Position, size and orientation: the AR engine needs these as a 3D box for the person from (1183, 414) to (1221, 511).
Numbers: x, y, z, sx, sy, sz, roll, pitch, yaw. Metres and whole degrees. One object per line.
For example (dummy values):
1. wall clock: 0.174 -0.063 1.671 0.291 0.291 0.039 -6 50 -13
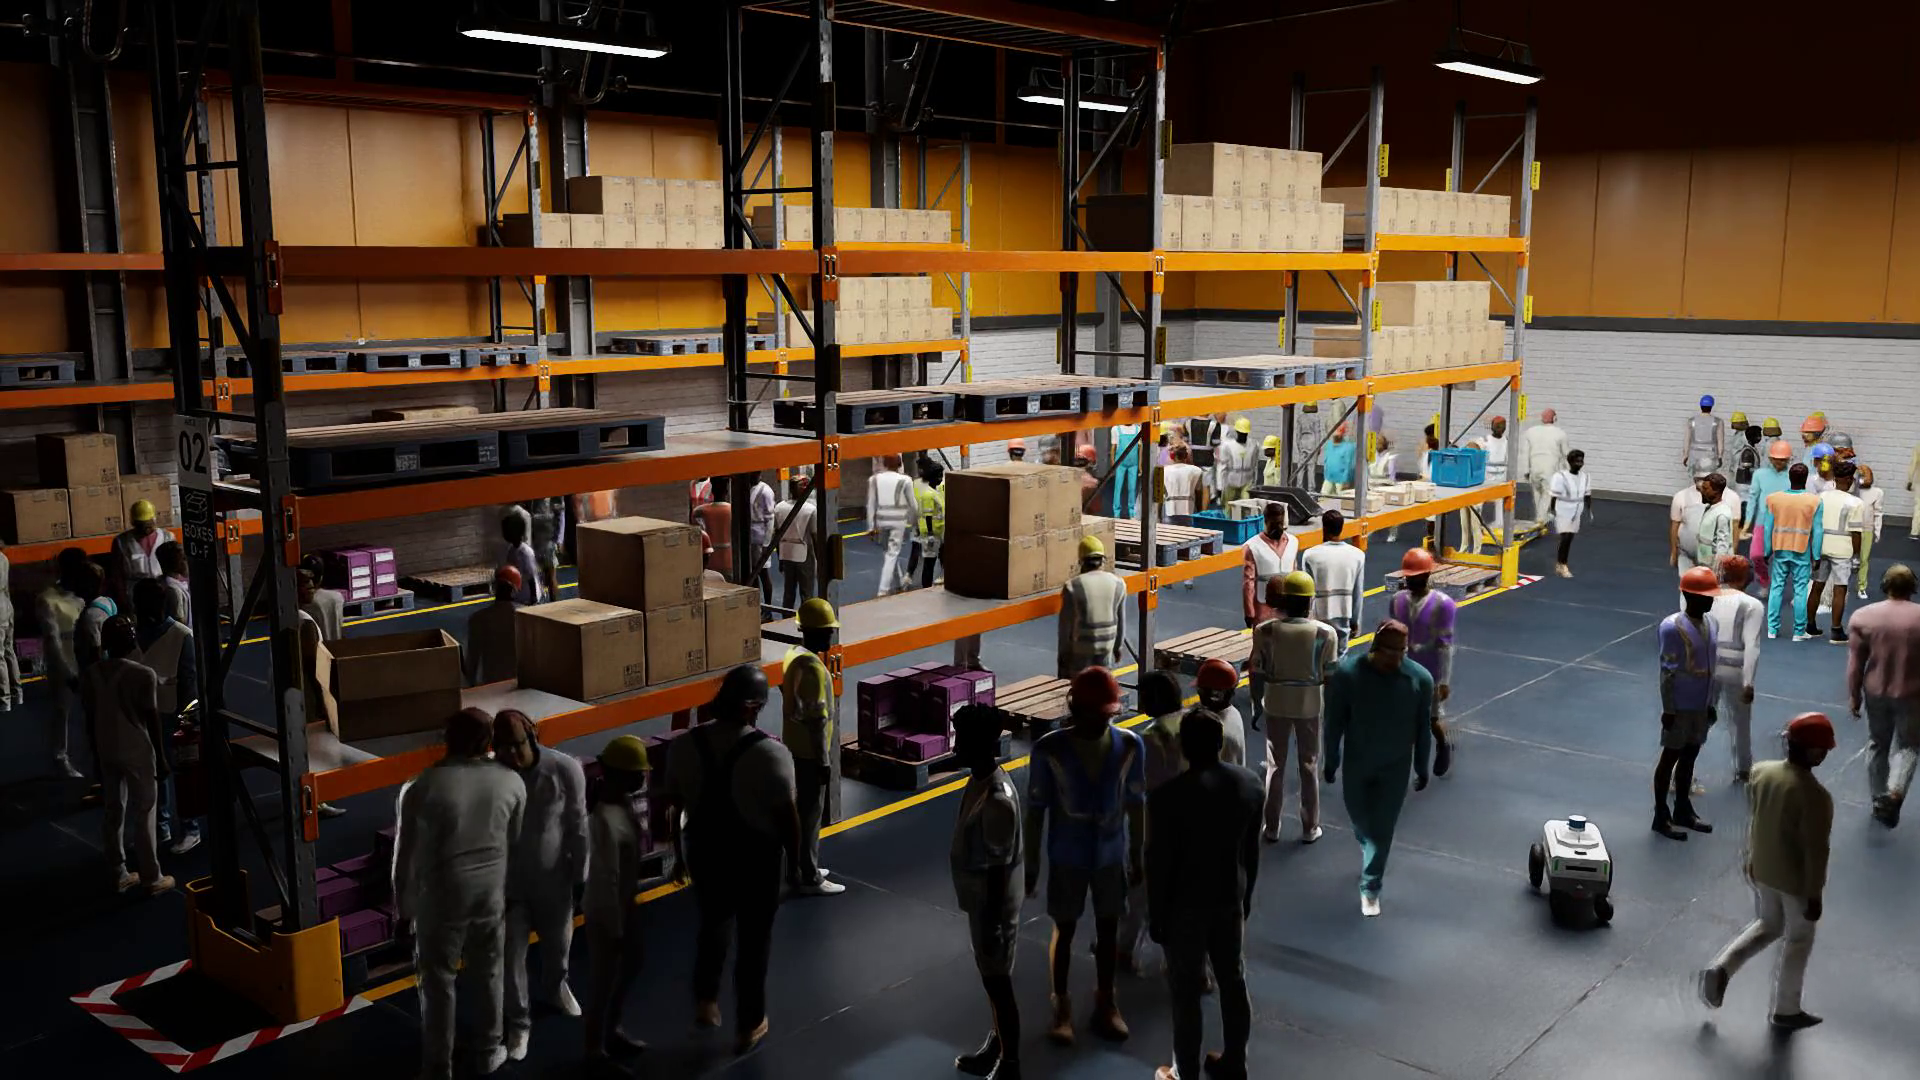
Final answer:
1. person: 3.697 -1.188 25.420 0.611 2.032 0.411 5 11 25

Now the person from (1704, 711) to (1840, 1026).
1. person: 4.308 1.746 8.773 0.573 1.726 0.583 -2 10 -12

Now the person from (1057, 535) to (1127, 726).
1. person: 1.083 0.868 13.773 0.596 1.823 0.404 -4 10 -23

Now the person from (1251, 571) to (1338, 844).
1. person: 2.333 1.169 11.648 0.594 1.923 0.372 2 10 11

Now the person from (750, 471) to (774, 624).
1. person: -2.316 -0.018 18.697 0.356 1.937 0.552 -8 13 -41

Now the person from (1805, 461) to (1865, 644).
1. person: 9.373 0.123 17.818 0.385 1.957 0.602 -5 11 -27

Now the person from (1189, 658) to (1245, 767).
1. person: 1.513 1.556 9.845 0.337 1.752 0.564 2 10 11

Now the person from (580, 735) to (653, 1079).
1. person: -1.704 1.825 8.256 0.375 1.749 0.592 0 10 0

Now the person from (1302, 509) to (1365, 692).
1. person: 3.260 0.686 14.603 0.598 1.905 0.390 -3 10 -15

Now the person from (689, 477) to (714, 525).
1. person: -3.148 -0.205 20.568 0.535 1.690 0.319 7 12 34

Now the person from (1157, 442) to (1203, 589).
1. person: 2.720 -0.291 20.638 0.560 1.836 0.394 0 10 1

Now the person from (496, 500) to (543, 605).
1. person: -4.495 0.254 17.164 0.571 1.902 0.834 7 12 38

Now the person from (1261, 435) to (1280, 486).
1. person: 4.175 -0.524 22.265 0.342 1.760 0.533 -1 10 -4

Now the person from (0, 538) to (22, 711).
1. person: -8.790 0.688 15.106 0.324 1.730 0.490 -2 10 -9

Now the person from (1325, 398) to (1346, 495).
1. person: 6.543 -1.779 29.041 0.381 1.994 0.619 3 10 16

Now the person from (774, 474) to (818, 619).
1. person: -1.699 0.227 17.509 0.571 1.845 0.382 6 11 30

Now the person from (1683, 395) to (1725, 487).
1. person: 11.874 -1.341 26.561 0.602 1.949 0.393 6 11 32

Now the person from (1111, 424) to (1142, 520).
1. person: 2.588 -1.161 25.803 0.507 1.846 0.345 -1 10 -7

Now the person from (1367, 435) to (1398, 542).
1. person: 6.055 -0.718 23.922 0.508 1.588 0.894 9 13 43

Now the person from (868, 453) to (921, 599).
1. person: -0.787 -0.175 19.978 0.581 1.831 0.997 5 11 29

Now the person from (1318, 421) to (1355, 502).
1. person: 5.533 -0.903 24.634 0.581 1.721 0.560 -8 12 -39

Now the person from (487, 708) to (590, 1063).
1. person: -2.257 1.708 8.679 0.655 1.857 0.714 -3 10 -15

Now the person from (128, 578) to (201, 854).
1. person: -5.507 1.201 11.482 0.592 1.919 0.392 3 10 15

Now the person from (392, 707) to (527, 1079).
1. person: -2.525 1.779 8.208 0.808 1.865 0.434 -8 13 -41

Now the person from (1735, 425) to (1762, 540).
1. person: 11.552 -0.847 24.399 0.318 1.690 0.536 6 11 31

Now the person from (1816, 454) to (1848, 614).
1. person: 10.093 -0.065 19.295 0.393 1.847 0.581 4 10 25

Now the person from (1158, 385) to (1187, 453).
1. person: 3.600 -1.624 27.981 0.616 2.039 0.384 9 13 42

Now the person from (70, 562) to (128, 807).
1. person: -6.468 1.070 12.480 0.346 1.846 0.506 -2 10 -13

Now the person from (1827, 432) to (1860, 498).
1. person: 10.497 -0.291 20.022 0.537 2.000 0.688 5 11 26

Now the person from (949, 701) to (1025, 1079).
1. person: 0.130 1.743 8.135 0.368 1.957 0.599 -1 10 -6

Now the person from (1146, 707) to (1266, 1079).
1. person: 1.184 1.764 8.111 0.625 1.930 0.368 -4 10 -23

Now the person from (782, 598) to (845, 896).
1. person: -0.948 1.321 10.739 0.384 1.925 0.593 -4 10 -21

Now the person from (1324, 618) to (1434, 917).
1. person: 2.666 1.378 10.626 0.658 1.864 0.859 3 10 15

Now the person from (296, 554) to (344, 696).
1. person: -4.896 1.022 12.734 0.324 1.860 0.516 4 10 25

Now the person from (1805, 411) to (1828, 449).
1. person: 13.202 -1.112 25.743 0.327 1.767 0.533 6 11 30

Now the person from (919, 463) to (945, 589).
1. person: -0.322 -0.077 19.776 0.319 1.695 0.532 1 10 8

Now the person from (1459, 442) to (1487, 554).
1. person: 6.928 -0.516 22.578 0.278 1.633 0.507 -4 10 -24

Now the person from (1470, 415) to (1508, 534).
1. person: 7.790 -0.931 24.440 0.567 1.849 0.934 -1 10 -6

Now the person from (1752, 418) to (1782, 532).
1. person: 12.132 -0.968 24.965 0.319 1.739 0.484 9 13 42

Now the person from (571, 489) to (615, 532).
1. person: -4.148 -0.042 19.065 0.623 1.873 0.912 -9 13 -42
